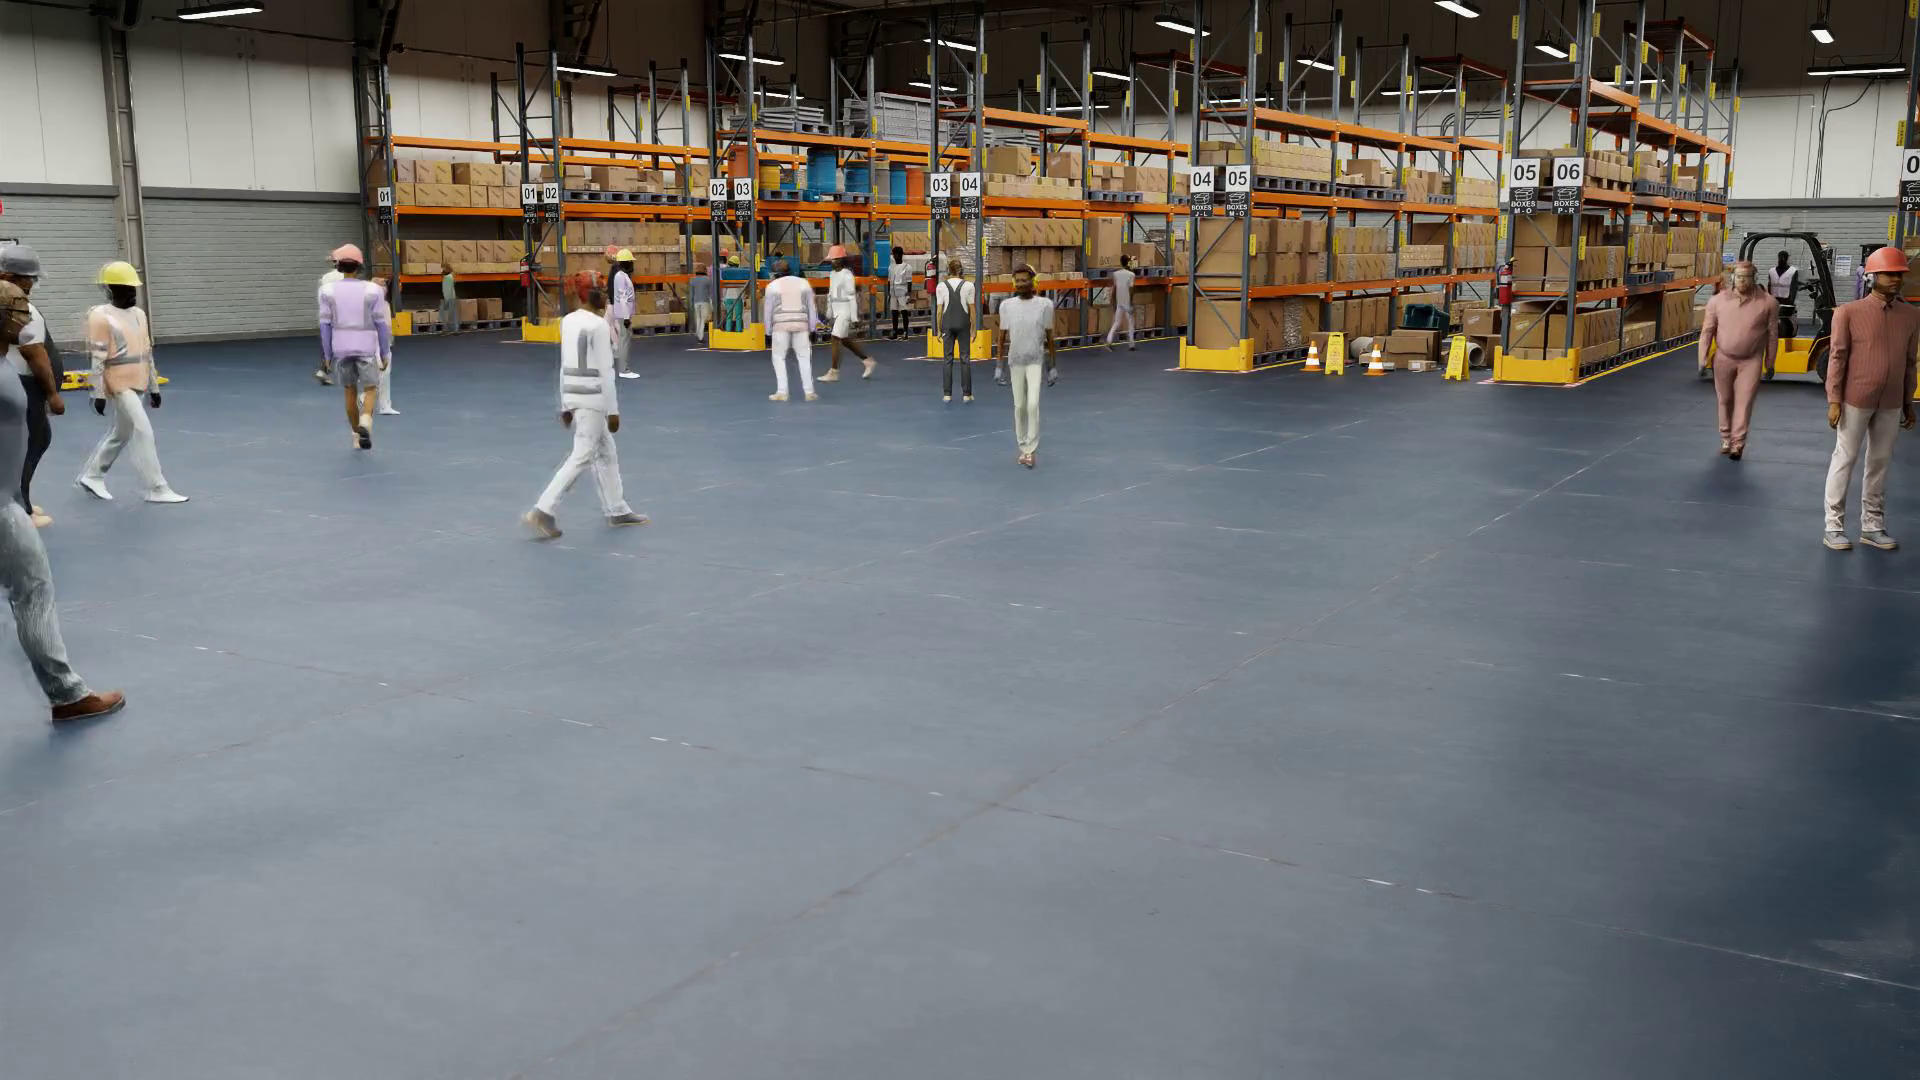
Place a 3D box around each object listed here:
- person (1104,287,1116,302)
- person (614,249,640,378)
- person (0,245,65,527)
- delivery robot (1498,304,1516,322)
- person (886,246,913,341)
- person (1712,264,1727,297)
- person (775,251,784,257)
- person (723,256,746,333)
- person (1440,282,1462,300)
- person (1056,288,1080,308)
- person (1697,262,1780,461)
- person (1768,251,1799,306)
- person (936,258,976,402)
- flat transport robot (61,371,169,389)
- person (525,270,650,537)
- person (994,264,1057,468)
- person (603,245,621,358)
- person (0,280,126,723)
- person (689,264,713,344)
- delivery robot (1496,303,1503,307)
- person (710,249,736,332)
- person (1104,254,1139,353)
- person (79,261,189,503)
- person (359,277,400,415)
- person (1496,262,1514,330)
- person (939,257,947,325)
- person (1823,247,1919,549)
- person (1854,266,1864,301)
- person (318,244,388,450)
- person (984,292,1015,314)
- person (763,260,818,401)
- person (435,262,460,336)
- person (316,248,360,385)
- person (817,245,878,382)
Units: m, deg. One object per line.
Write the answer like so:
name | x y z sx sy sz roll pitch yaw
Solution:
person | 3.611 -5.590 38.279 0.499 1.584 0.886 5 12 28
person | -5.026 -3.399 25.037 0.361 1.930 0.588 -2 10 -11
person | -6.635 -1.086 11.773 0.701 2.000 0.543 9 14 42
delivery robot | 13.087 -5.491 40.346 0.707 0.478 0.477 -1 10 -8
person | -1.267 -5.100 34.477 0.603 1.962 0.368 7 12 34
person | 17.505 -5.589 38.185 0.533 1.611 0.533 6 12 32
person | -4.085 -5.655 37.893 0.517 1.851 0.376 6 12 29
person | -4.563 -4.864 33.704 0.525 1.769 0.313 5 11 25
person | 12.274 -6.198 41.610 0.497 1.599 0.794 8 13 36
person | 2.306 -5.218 35.691 0.523 1.767 0.318 4 11 22
person | 7.346 -1.697 15.739 0.664 1.851 1.013 6 12 31
person | 16.421 -4.826 33.208 0.984 1.877 0.606 -8 13 -39
person | -0.048 -2.669 21.207 0.505 1.839 0.344 1 10 5
flat transport robot | -12.043 -2.294 23.493 0.652 0.197 1.431 10 14 44
person | -2.632 -0.951 11.576 0.948 1.851 0.589 -8 13 -37
person | 0.574 -1.559 15.010 0.527 1.830 0.885 2 10 11
person | -6.136 -4.199 29.368 0.518 1.980 0.644 -4 11 -19
person | -4.074 -0.125 6.847 0.939 1.899 0.631 -6 12 -29
person | -5.199 -4.792 33.747 0.499 1.603 0.749 3 11 17
delivery robot | 13.238 -5.596 40.931 0.477 0.478 0.707 -1 10 -4
person | -5.020 -5.213 35.287 0.555 1.893 0.892 5 11 25
person | 3.000 -4.393 30.883 0.526 1.841 0.909 9 13 41
person | -6.564 -1.228 13.002 0.953 1.892 0.598 1 10 7
person | -6.819 -2.269 19.533 0.389 1.624 0.540 2 10 10
person | 12.661 -5.746 38.278 0.577 1.903 0.728 8 13 38
person | -0.186 -4.717 32.720 0.610 1.816 0.606 5 11 25
person | 6.036 -0.928 11.011 0.614 1.997 0.374 -1 10 -5
person | 17.581 -4.637 32.042 0.403 1.906 0.651 -8 13 -39
person | -5.855 -1.841 16.074 0.609 2.026 0.678 -2 10 -12
person | 0.783 -4.813 32.974 0.633 1.933 0.367 1 10 4
person | -2.169 -2.695 21.442 0.725 1.812 0.433 -3 11 -19
person | -11.203 -5.229 36.193 0.631 1.610 0.504 -8 13 -37
person | -8.914 -3.196 23.839 0.622 1.958 0.978 3 11 19
person | -1.643 -3.321 24.405 0.940 2.010 0.604 -4 11 -23
